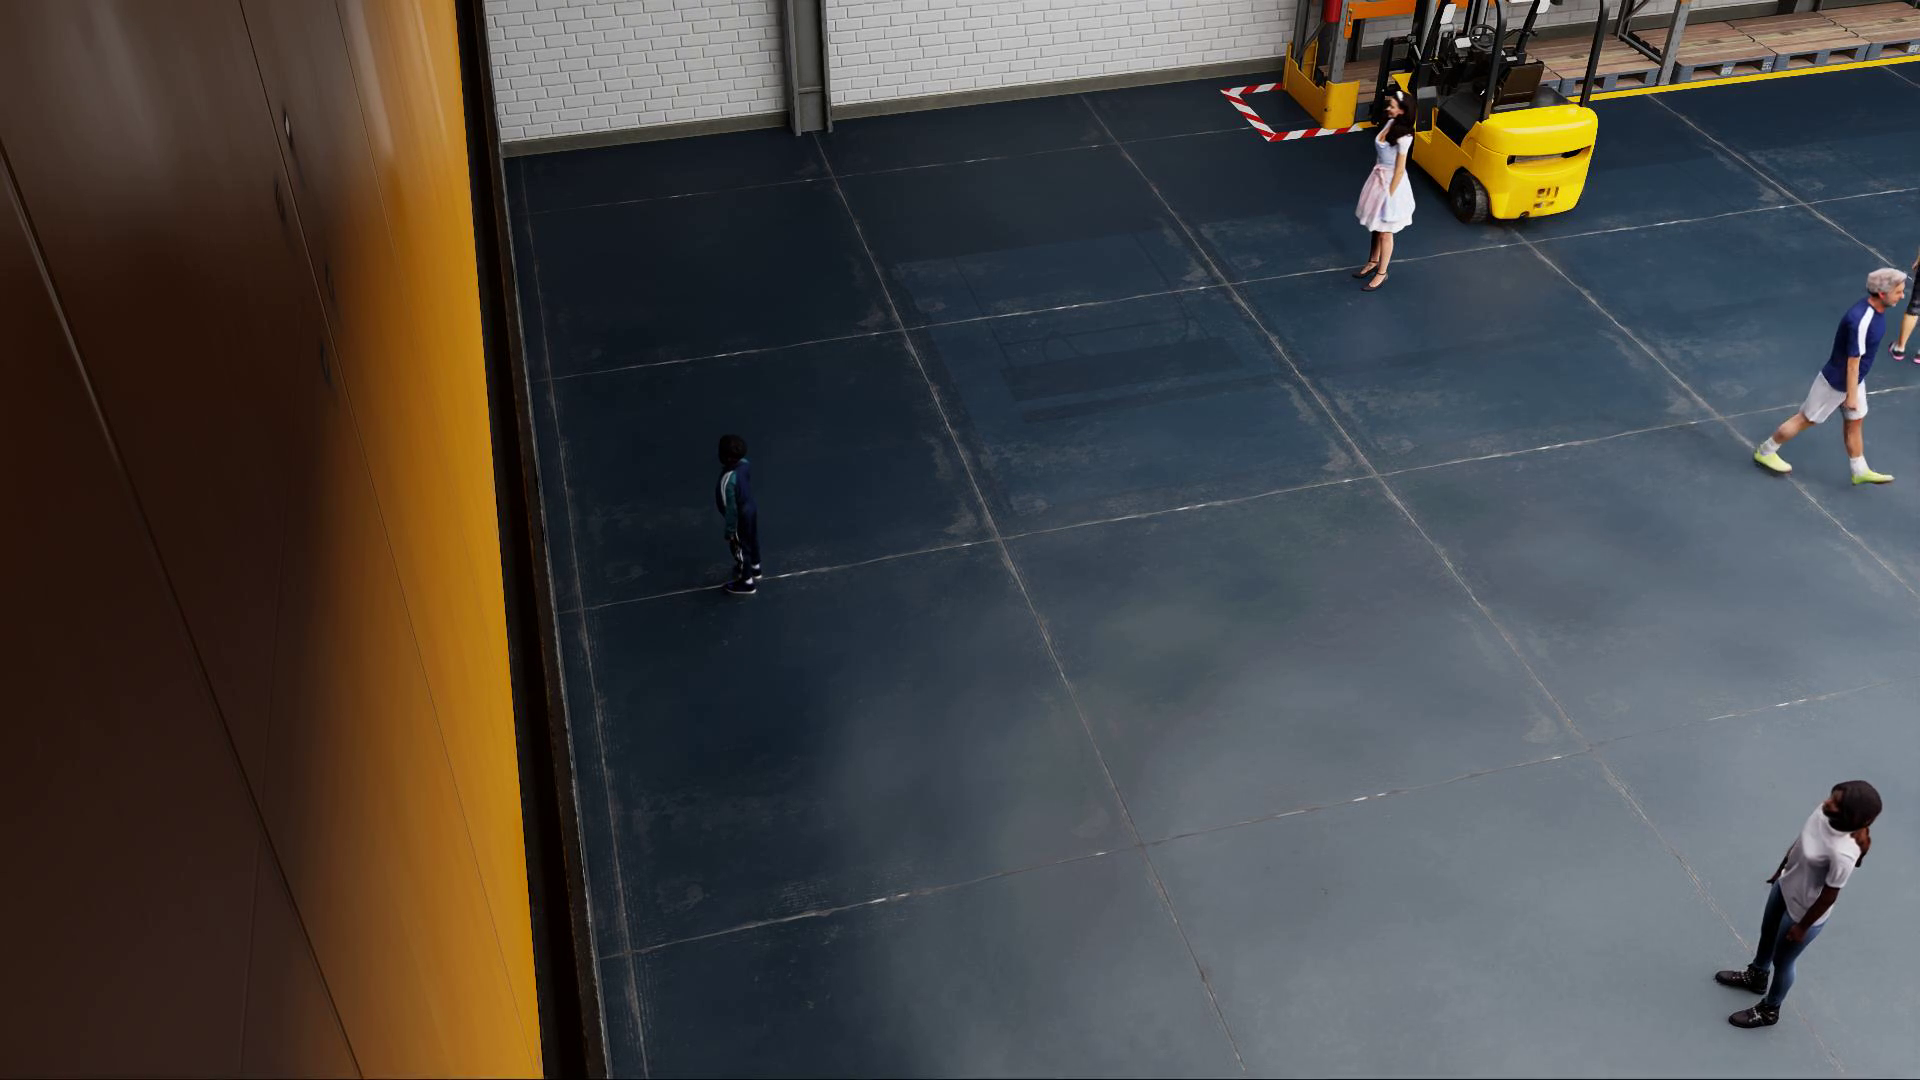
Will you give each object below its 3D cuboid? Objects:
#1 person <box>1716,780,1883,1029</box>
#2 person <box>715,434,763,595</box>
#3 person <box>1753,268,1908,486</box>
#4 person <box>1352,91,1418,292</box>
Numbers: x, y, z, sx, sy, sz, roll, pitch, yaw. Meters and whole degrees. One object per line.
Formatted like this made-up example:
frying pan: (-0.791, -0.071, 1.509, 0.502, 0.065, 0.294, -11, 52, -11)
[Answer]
person: (4.246, 1.827, 8.405, 0.649, 1.719, 0.657, 4, 39, 5)
person: (-1.503, -0.187, 11.298, 0.595, 1.256, 0.572, 9, 40, 12)
person: (6.343, -1.193, 12.135, 1.168, 1.783, 1.194, 26, 45, 29)
person: (3.691, -3.018, 14.391, 0.756, 1.819, 0.733, -4, 39, -5)
